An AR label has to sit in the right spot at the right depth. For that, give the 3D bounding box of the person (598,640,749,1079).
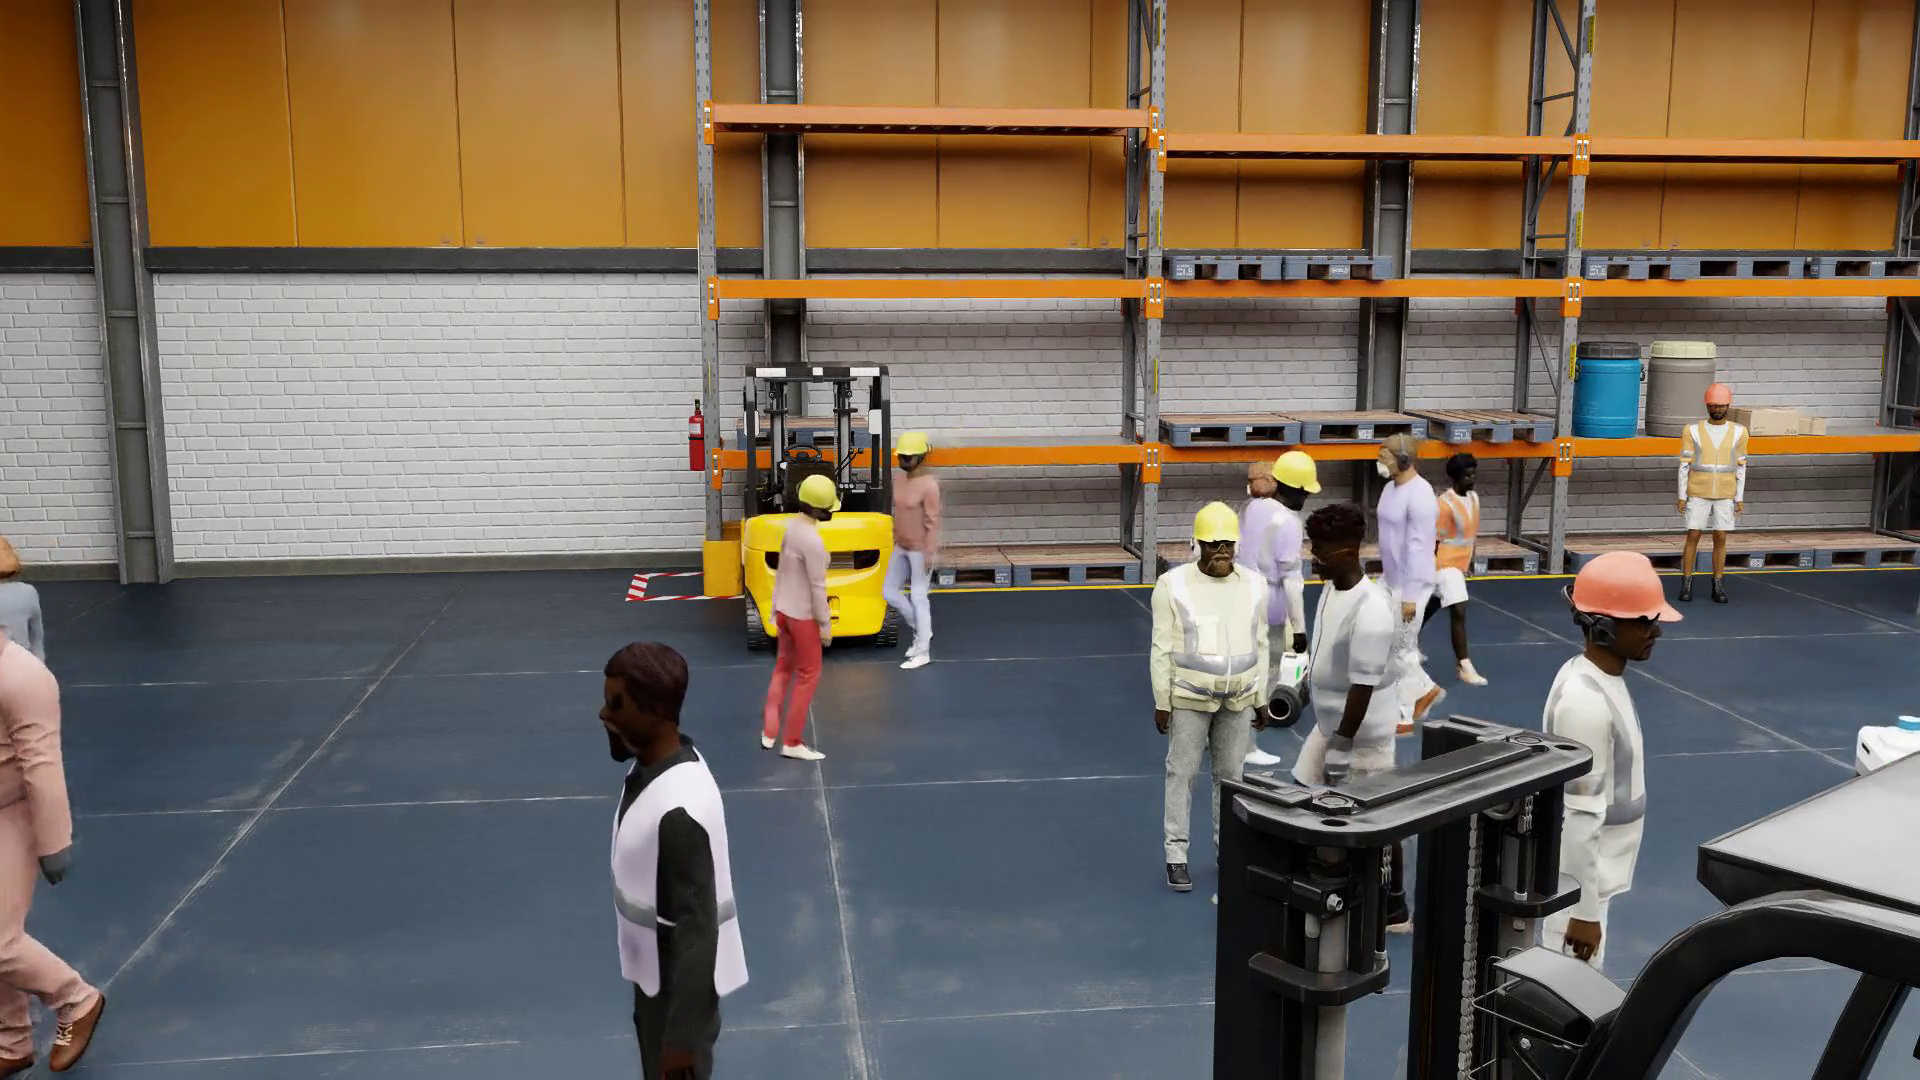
[{"bbox_3d":[-0.779,1.210,4.555,0.375,1.918,0.596,-3,10,-17],"label":"person"}]

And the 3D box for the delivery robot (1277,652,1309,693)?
[{"bbox_3d":[1.890,0.839,10.815,0.707,0.478,0.477,4,10,20],"label":"delivery robot"}]

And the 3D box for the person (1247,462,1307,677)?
[{"bbox_3d":[2.071,0.255,11.546,0.860,1.574,0.513,-2,9,-13],"label":"person"}]

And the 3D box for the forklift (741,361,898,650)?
[{"bbox_3d":[-1.154,-0.340,13.365,1.214,2.155,2.313,-1,9,-7],"label":"forklift"}]

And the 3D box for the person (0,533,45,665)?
[{"bbox_3d":[-4.792,0.761,8.304,0.429,1.632,0.508,1,9,9],"label":"person"}]

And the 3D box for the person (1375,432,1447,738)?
[{"bbox_3d":[2.755,0.288,10.289,0.482,1.921,0.642,-1,9,-8],"label":"person"}]

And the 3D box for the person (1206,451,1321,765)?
[{"bbox_3d":[1.807,0.403,9.703,0.468,1.875,0.660,-3,9,-15],"label":"person"}]

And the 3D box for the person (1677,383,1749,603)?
[{"bbox_3d":[6.596,-0.410,14.595,0.552,1.938,0.356,3,9,16],"label":"person"}]

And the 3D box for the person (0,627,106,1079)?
[{"bbox_3d":[-3.414,1.017,5.838,0.659,1.892,0.435,5,10,27],"label":"person"}]

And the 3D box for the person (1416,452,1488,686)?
[{"bbox_3d":[3.461,0.168,11.928,0.824,1.650,0.561,8,12,40],"label":"person"}]

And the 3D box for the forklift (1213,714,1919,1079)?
[{"bbox_3d":[1.441,1.425,2.350,1.214,2.155,2.313,-7,12,-39],"label":"forklift"}]

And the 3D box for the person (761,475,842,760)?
[{"bbox_3d":[-0.973,0.447,9.931,0.417,1.720,0.683,-5,10,-28],"label":"person"}]

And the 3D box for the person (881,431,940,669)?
[{"bbox_3d":[-0.352,0.074,12.140,0.359,1.753,0.539,-7,12,-38],"label":"person"}]

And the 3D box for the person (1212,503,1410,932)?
[{"bbox_3d":[1.554,0.794,7.137,0.957,1.915,0.632,-1,9,-7],"label":"person"}]

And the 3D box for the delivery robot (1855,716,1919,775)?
[{"bbox_3d":[4.973,1.171,8.744,0.477,0.478,0.707,3,9,16],"label":"delivery robot"}]

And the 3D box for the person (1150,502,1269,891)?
[{"bbox_3d":[1.184,0.729,7.817,0.590,1.833,0.404,-2,9,-14],"label":"person"}]

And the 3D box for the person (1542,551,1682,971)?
[{"bbox_3d":[1.996,1.040,5.221,0.396,2.042,0.610,4,10,23],"label":"person"}]
